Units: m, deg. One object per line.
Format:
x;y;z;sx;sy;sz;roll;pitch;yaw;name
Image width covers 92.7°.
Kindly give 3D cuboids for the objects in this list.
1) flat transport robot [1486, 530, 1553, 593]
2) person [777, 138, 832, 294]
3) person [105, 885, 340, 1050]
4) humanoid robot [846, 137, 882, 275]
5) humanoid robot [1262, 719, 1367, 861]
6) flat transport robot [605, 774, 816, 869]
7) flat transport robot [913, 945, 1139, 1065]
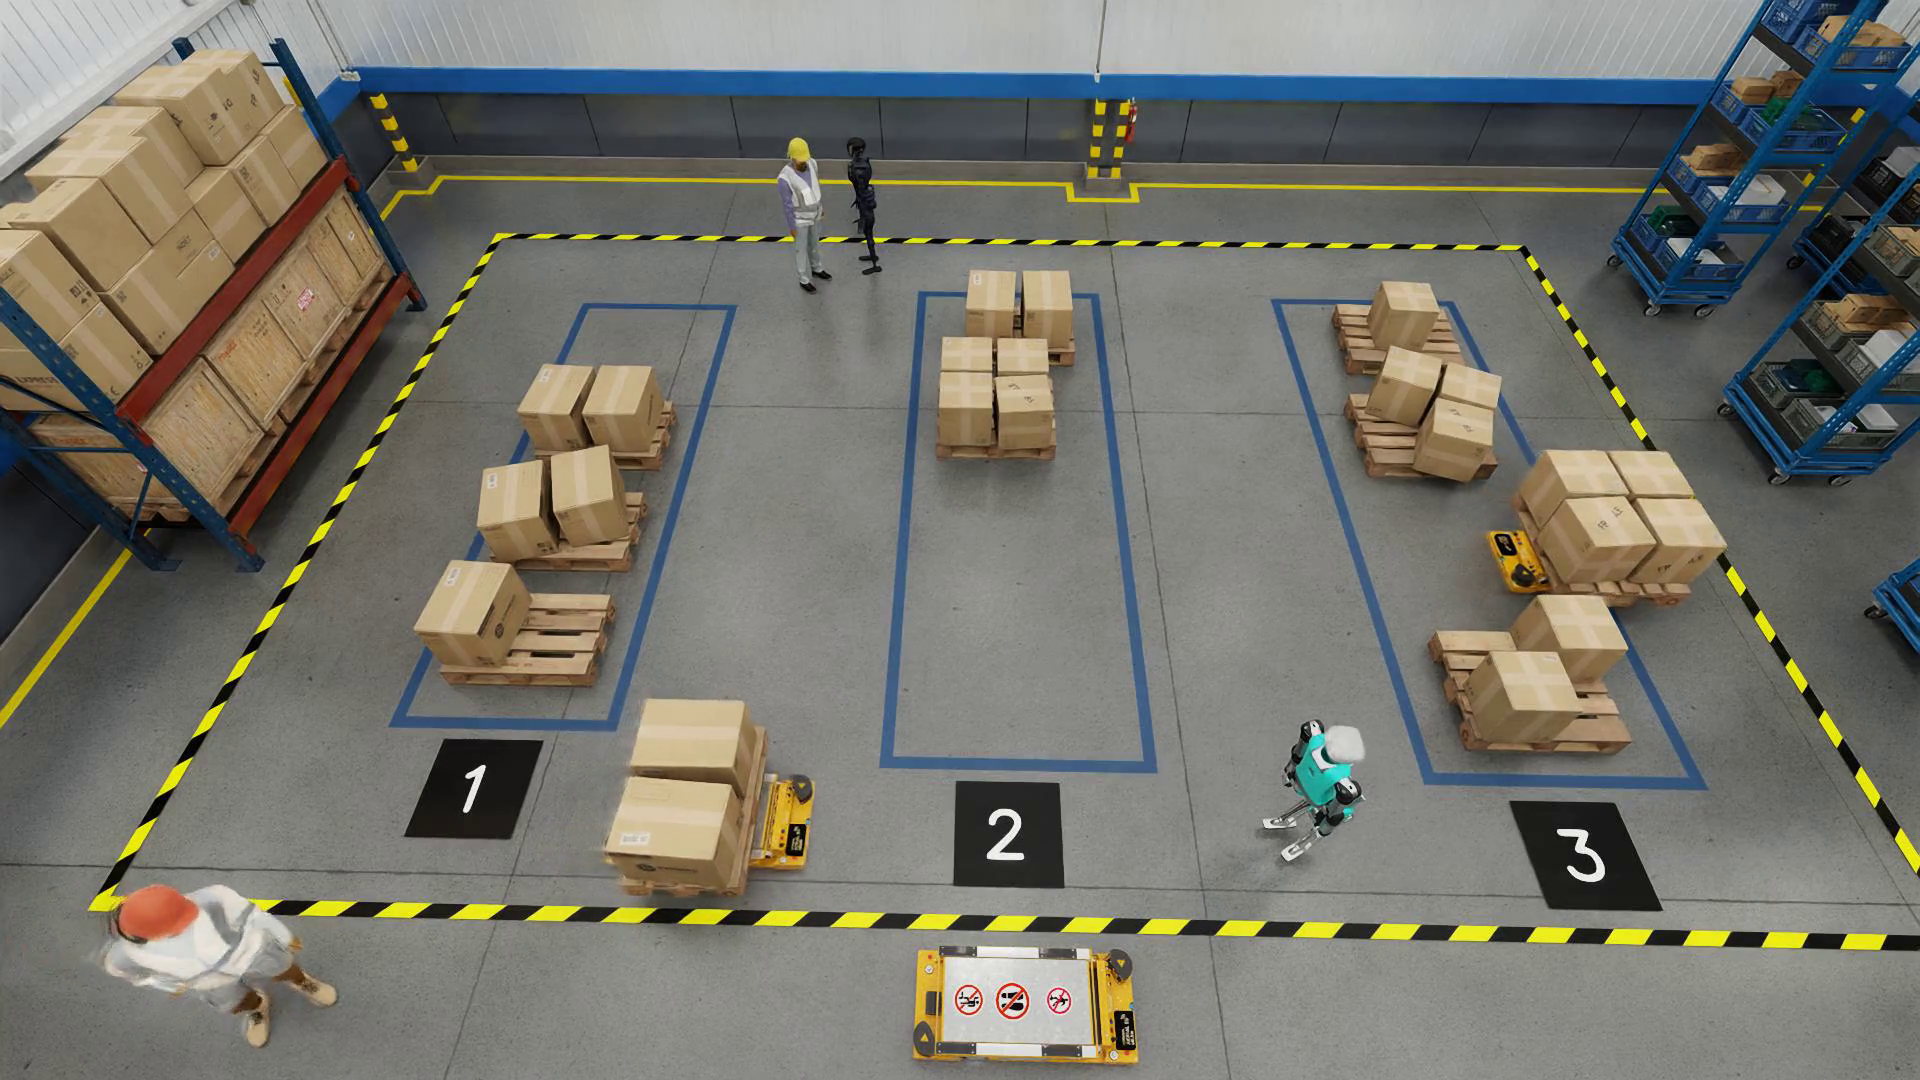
5.652;0.170;8.329;1.431;0.197;0.652;1;51;1;flat transport robot
-1.763;-3.725;10.517;0.404;1.827;0.588;28;56;21;person
-4.289;2.472;5.359;0.511;1.992;0.679;37;60;26;person
-1.135;-3.917;10.762;0.315;1.654;0.599;-6;51;-5;humanoid robot
2.495;1.656;6.102;0.735;1.677;0.533;-13;52;-10;humanoid robot
-1.830;2.065;6.784;1.431;0.197;0.652;1;51;1;flat transport robot
0.422;3.041;6.007;1.431;0.231;0.659;1;51;1;flat transport robot
